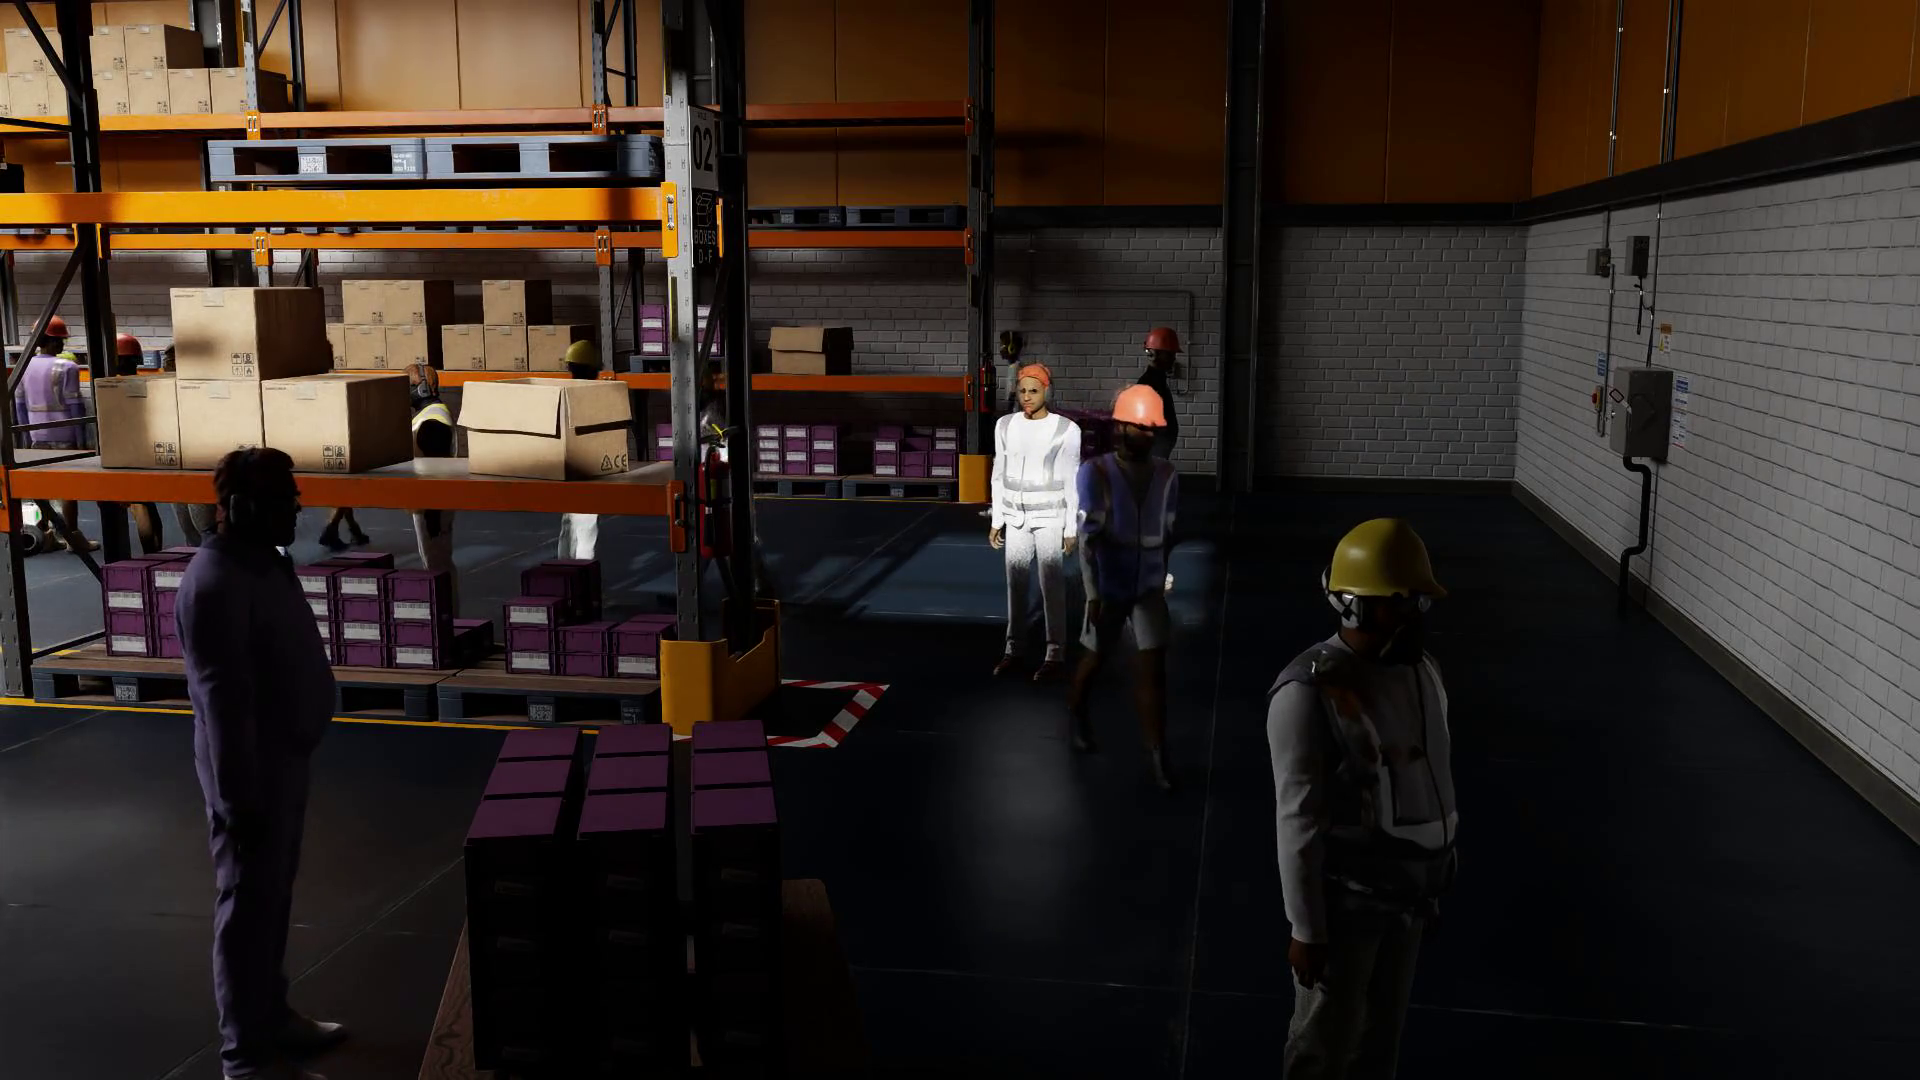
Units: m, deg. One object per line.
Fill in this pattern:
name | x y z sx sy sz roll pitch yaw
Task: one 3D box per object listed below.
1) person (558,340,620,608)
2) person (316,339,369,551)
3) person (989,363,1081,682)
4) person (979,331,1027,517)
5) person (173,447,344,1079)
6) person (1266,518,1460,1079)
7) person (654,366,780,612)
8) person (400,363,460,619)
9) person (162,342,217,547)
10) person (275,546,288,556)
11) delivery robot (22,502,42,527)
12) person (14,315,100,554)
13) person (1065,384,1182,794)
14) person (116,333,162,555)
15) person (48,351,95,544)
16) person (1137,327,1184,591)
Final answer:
person | -2.700 -0.467 11.943 0.387 1.922 0.593 -9 13 -43
person | -5.345 -0.846 14.432 0.658 1.883 0.648 2 9 11
person | 0.445 -0.101 9.828 0.580 1.879 0.348 6 11 32
person | 0.461 -1.083 16.048 0.760 1.841 0.542 0 9 0
person | -2.047 0.674 4.925 0.403 1.904 0.651 -2 9 -13
person | 0.989 0.854 4.031 0.589 1.833 0.403 -9 13 -44
person | -1.709 -0.368 11.813 0.916 1.781 0.612 -2 9 -13
person | -3.413 -0.216 10.686 0.430 1.836 0.618 -3 10 -20
person | -5.410 -0.441 11.737 0.633 1.939 0.368 7 11 37
person | -5.661 -0.642 13.538 0.553 1.745 0.552 7 12 39
delivery robot | -8.188 -0.181 14.113 0.707 0.478 0.477 -4 10 -24
person | -7.736 -0.897 14.243 0.611 2.042 0.396 2 9 12
person | 0.783 0.190 8.010 0.541 1.902 0.993 -3 10 -16
person | -6.443 -0.636 12.948 0.361 1.935 0.553 -2 9 -11
person | -7.929 -0.810 14.711 0.571 1.716 0.502 2 9 10
person | 1.497 -0.621 12.690 0.395 1.988 0.614 2 9 12
